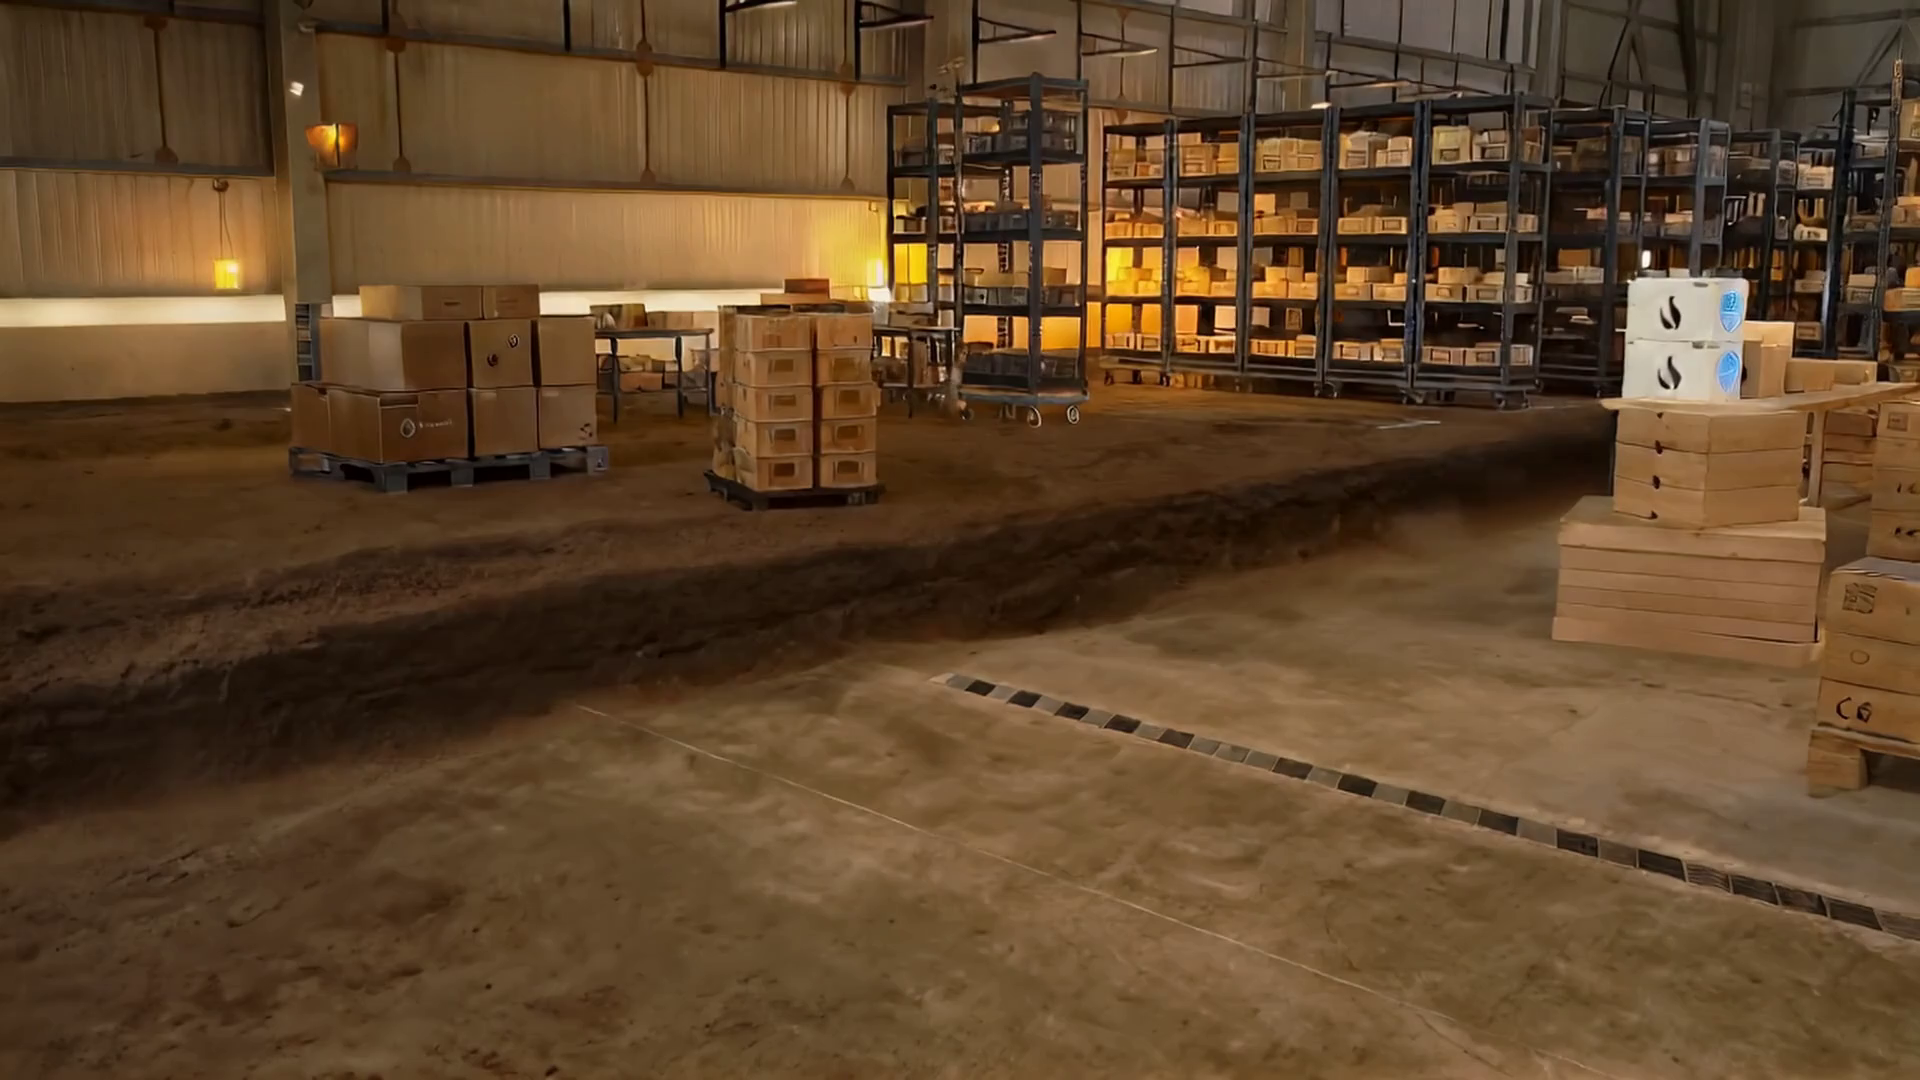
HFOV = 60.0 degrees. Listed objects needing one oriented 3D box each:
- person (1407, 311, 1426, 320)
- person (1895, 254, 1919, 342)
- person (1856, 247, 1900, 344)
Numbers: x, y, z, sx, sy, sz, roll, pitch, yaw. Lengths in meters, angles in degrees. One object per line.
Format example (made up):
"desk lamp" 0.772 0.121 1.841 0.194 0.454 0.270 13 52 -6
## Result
"person" 8.894 -4.613 32.500 0.579 1.834 0.411 1 10 7
"person" 13.695 -3.209 24.055 0.403 1.833 0.586 5 11 27
"person" 14.132 -3.541 25.675 0.609 1.965 0.892 5 10 26
